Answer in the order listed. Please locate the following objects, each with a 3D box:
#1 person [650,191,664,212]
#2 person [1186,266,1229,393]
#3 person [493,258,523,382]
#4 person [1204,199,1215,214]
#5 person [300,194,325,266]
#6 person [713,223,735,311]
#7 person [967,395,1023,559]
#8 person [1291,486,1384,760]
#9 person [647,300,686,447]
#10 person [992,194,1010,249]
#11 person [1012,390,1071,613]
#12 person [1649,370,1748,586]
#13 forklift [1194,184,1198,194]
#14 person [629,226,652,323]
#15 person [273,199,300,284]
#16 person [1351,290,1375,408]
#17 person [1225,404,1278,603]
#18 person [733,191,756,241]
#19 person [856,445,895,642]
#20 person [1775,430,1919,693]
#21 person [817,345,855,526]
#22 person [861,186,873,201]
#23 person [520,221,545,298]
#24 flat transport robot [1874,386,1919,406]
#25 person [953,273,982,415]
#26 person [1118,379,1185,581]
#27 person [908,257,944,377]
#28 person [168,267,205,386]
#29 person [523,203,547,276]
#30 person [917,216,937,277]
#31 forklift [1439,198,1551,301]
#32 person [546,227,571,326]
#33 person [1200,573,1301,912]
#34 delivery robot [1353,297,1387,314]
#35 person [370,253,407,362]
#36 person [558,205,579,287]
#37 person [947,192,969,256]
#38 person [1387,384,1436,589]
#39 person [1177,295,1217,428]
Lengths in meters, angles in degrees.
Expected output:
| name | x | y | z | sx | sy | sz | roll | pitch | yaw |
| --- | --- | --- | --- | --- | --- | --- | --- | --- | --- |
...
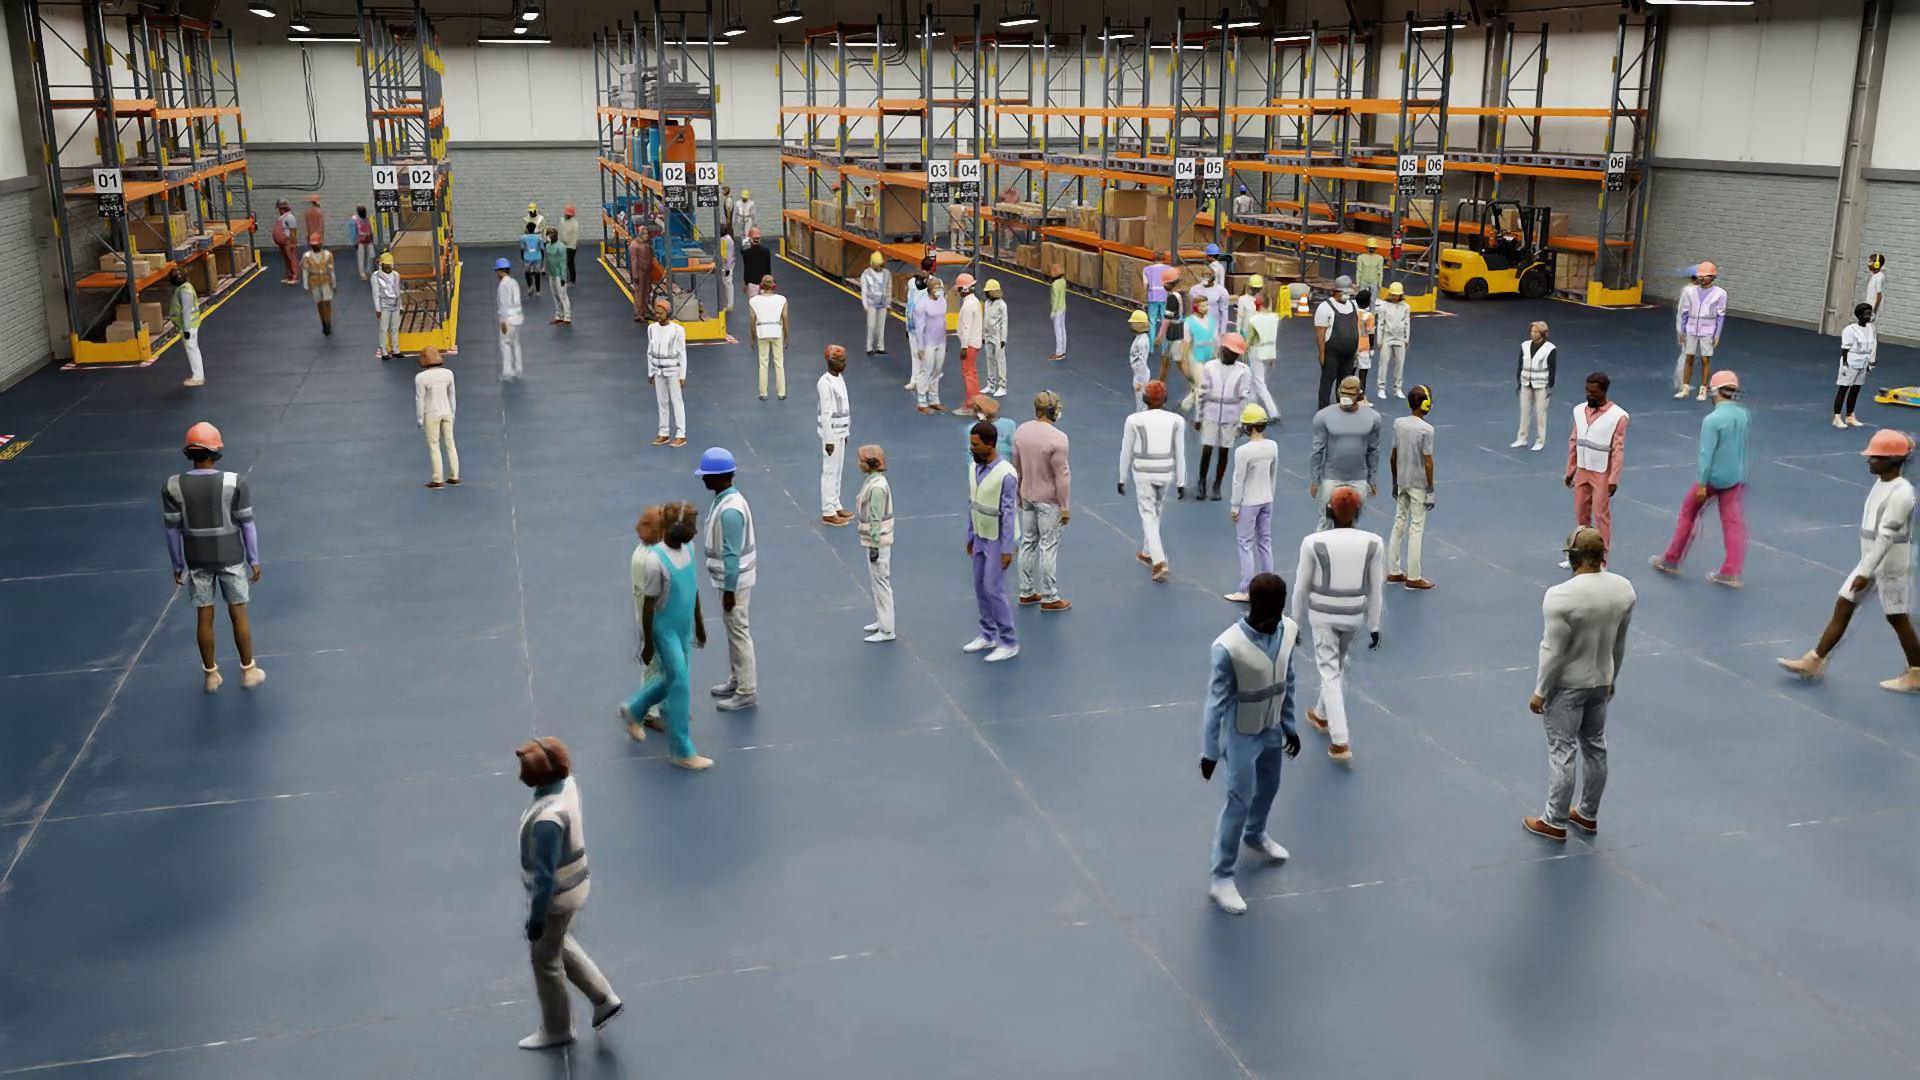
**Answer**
| name | x | y | z | sx | sy | sz | roll | pitch | yaw |
| --- | --- | --- | --- | --- | --- | --- | --- | --- | --- |
| person | -8.313 | -8.750 | 46.107 | 0.594 | 1.917 | 0.397 | 12 | 19 | 38 |
| person | 3.711 | -3.152 | 25.007 | 0.628 | 1.933 | 0.377 | 8 | 17 | 27 |
| person | -7.101 | -3.459 | 26.172 | 0.438 | 1.928 | 0.619 | 2 | 15 | 6 |
| person | 7.811 | -10.048 | 51.422 | 0.536 | 1.690 | 0.319 | -1 | 15 | -4 |
| person | -16.566 | -7.843 | 42.584 | 0.629 | 1.974 | 0.760 | 6 | 16 | 20 |
| person | -4.943 | -5.708 | 34.842 | 0.431 | 1.837 | 0.729 | -6 | 16 | -22 |
| person | 0.379 | -0.607 | 16.088 | 0.610 | 1.589 | 0.362 | -2 | 15 | -8 |
| person | 2.559 | 0.543 | 11.297 | 0.587 | 1.841 | 0.964 | -2 | 15 | -8 |
| person | -3.748 | -2.132 | 21.282 | 0.581 | 1.879 | 0.345 | 8 | 17 | 27 |
| person | 1.143 | -9.401 | 49.125 | 0.758 | 1.598 | 0.551 | 6 | 16 | 21 |
| person | 0.715 | -0.336 | 14.400 | 0.352 | 1.936 | 0.635 | -13 | 19 | -39 |
| person | 6.898 | -0.595 | 15.359 | 0.622 | 1.935 | 0.980 | -8 | 17 | -28 |
| forklift | 7.392 | -11.333 | 53.972 | 1.873 | 2.768 | 1.129 | -4 | 15 | -15 |
| person | -6.312 | -5.290 | 33.134 | 0.401 | 1.894 | 0.654 | 5 | 16 | 18 |
| person | -16.169 | -7.154 | 39.856 | 0.536 | 2.000 | 0.684 | -12 | 19 | -39 |
| person | 5.768 | -2.751 | 23.949 | 0.318 | 1.697 | 0.535 | -9 | 17 | -30 |
| person | 2.587 | -0.329 | 14.717 | 0.523 | 1.760 | 0.339 | -11 | 19 | -36 |
| person | -6.217 | -9.154 | 47.875 | 0.624 | 1.766 | 0.962 | 1 | 15 | 4 |
| person | -0.692 | 0.019 | 13.662 | 0.309 | 1.629 | 0.516 | -2 | 15 | -7 |
| person | 6.815 | 0.165 | 12.421 | 1.052 | 1.987 | 0.611 | 3 | 15 | 10 |
| person | -1.303 | -1.095 | 17.357 | 0.346 | 1.883 | 0.584 | 3 | 15 | 10 |
| person | -2.712 | -9.541 | 49.195 | 0.511 | 1.862 | 0.324 | 8 | 17 | 29 |
| person | -9.569 | -6.284 | 37.257 | 0.552 | 1.676 | 0.496 | -5 | 16 | -19 |
| flat transport robot | 14.038 | -2.015 | 23.911 | 0.652 | 0.197 | 1.431 | -9 | 17 | -31 |
| person | 0.109 | -2.757 | 23.434 | 0.411 | 1.980 | 0.629 | 3 | 15 | 10 |
| person | 1.813 | -0.563 | 15.466 | 0.594 | 1.847 | 0.964 | -4 | 15 | -14 |
| person | -0.531 | -3.527 | 26.441 | 0.598 | 1.917 | 0.378 | 5 | 16 | 18 |
| person | -12.020 | -3.314 | 25.825 | 0.430 | 1.837 | 0.622 | -6 | 16 | -22 |
| person | -10.640 | -7.514 | 41.635 | 0.597 | 1.824 | 0.403 | 2 | 15 | 8 |
| person | -0.863 | -7.381 | 41.003 | 0.641 | 1.898 | 1.012 | -4 | 16 | -16 |
| forklift | 11.913 | -6.508 | 37.130 | 2.313 | 2.155 | 1.214 | -4 | 15 | -15 |
| person | -7.889 | -5.159 | 32.574 | 0.379 | 1.931 | 0.625 | -13 | 20 | -40 |
| person | 1.625 | 1.055 | 9.282 | 0.811 | 1.885 | 0.546 | -12 | 19 | -38 |
| delivery robot | 8.203 | -4.669 | 33.175 | 0.707 | 0.478 | 0.477 | 1 | 15 | 5 |
| person | -9.682 | -3.954 | 28.223 | 0.404 | 1.828 | 0.591 | 8 | 17 | 28 |
| person | -9.243 | -6.907 | 39.132 | 0.693 | 1.930 | 0.626 | 7 | 16 | 25 |
| person | -0.041 | -8.341 | 44.543 | 0.596 | 1.923 | 0.373 | 5 | 16 | 19 |
| person | 4.119 | -0.483 | 15.081 | 0.329 | 1.872 | 0.509 | -9 | 17 | -29 |
| person | 3.213 | -2.398 | 22.392 | 0.592 | 1.815 | 0.710 | -13 | 20 | -41 |
